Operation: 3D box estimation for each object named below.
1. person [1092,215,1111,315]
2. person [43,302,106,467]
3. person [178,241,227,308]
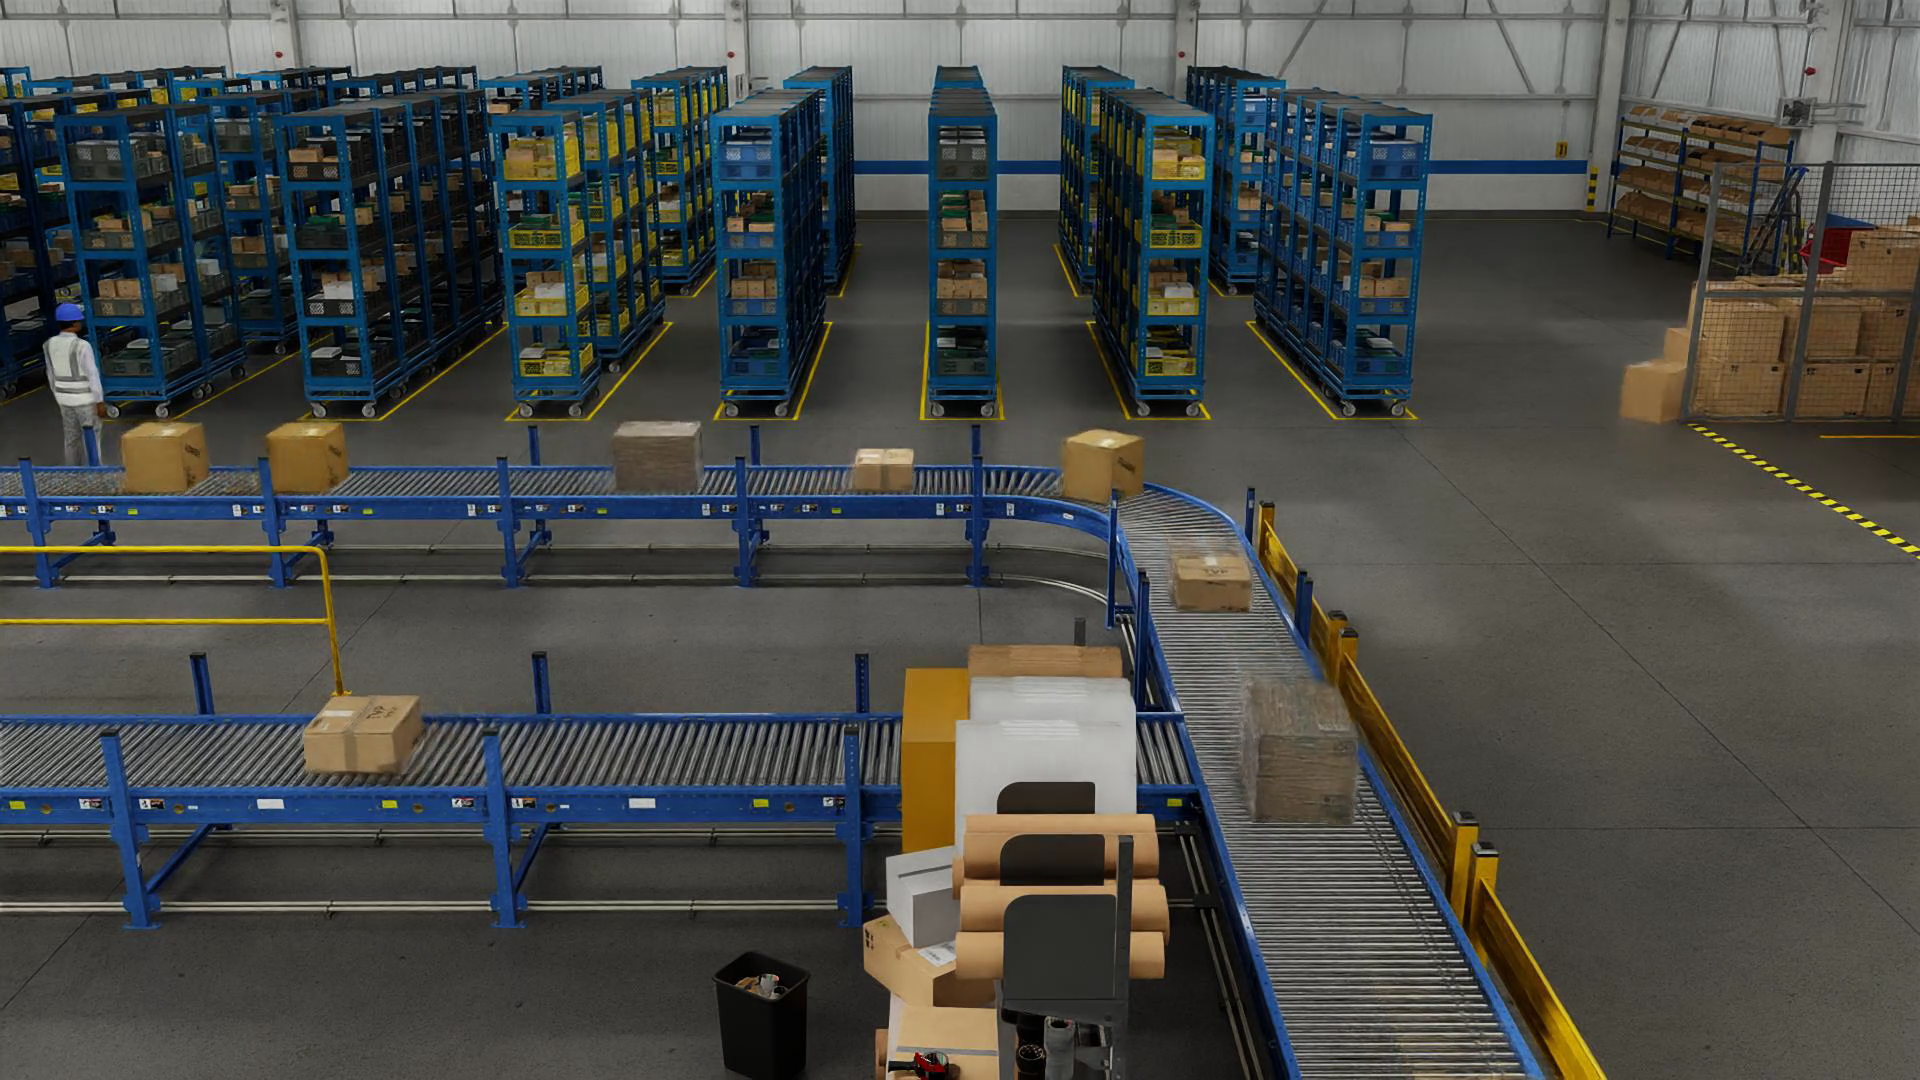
[{"bbox_3d":[2.356,-4.481,26.476,0.563,1.837,0.384,8,20,23],"label":"person"},{"bbox_3d":[-8.969,-1.448,16.953,0.615,1.943,0.409,7,19,19],"label":"person"},{"bbox_3d":[-12.547,-4.621,26.979,0.919,1.791,0.606,-3,18,-10],"label":"person"}]
